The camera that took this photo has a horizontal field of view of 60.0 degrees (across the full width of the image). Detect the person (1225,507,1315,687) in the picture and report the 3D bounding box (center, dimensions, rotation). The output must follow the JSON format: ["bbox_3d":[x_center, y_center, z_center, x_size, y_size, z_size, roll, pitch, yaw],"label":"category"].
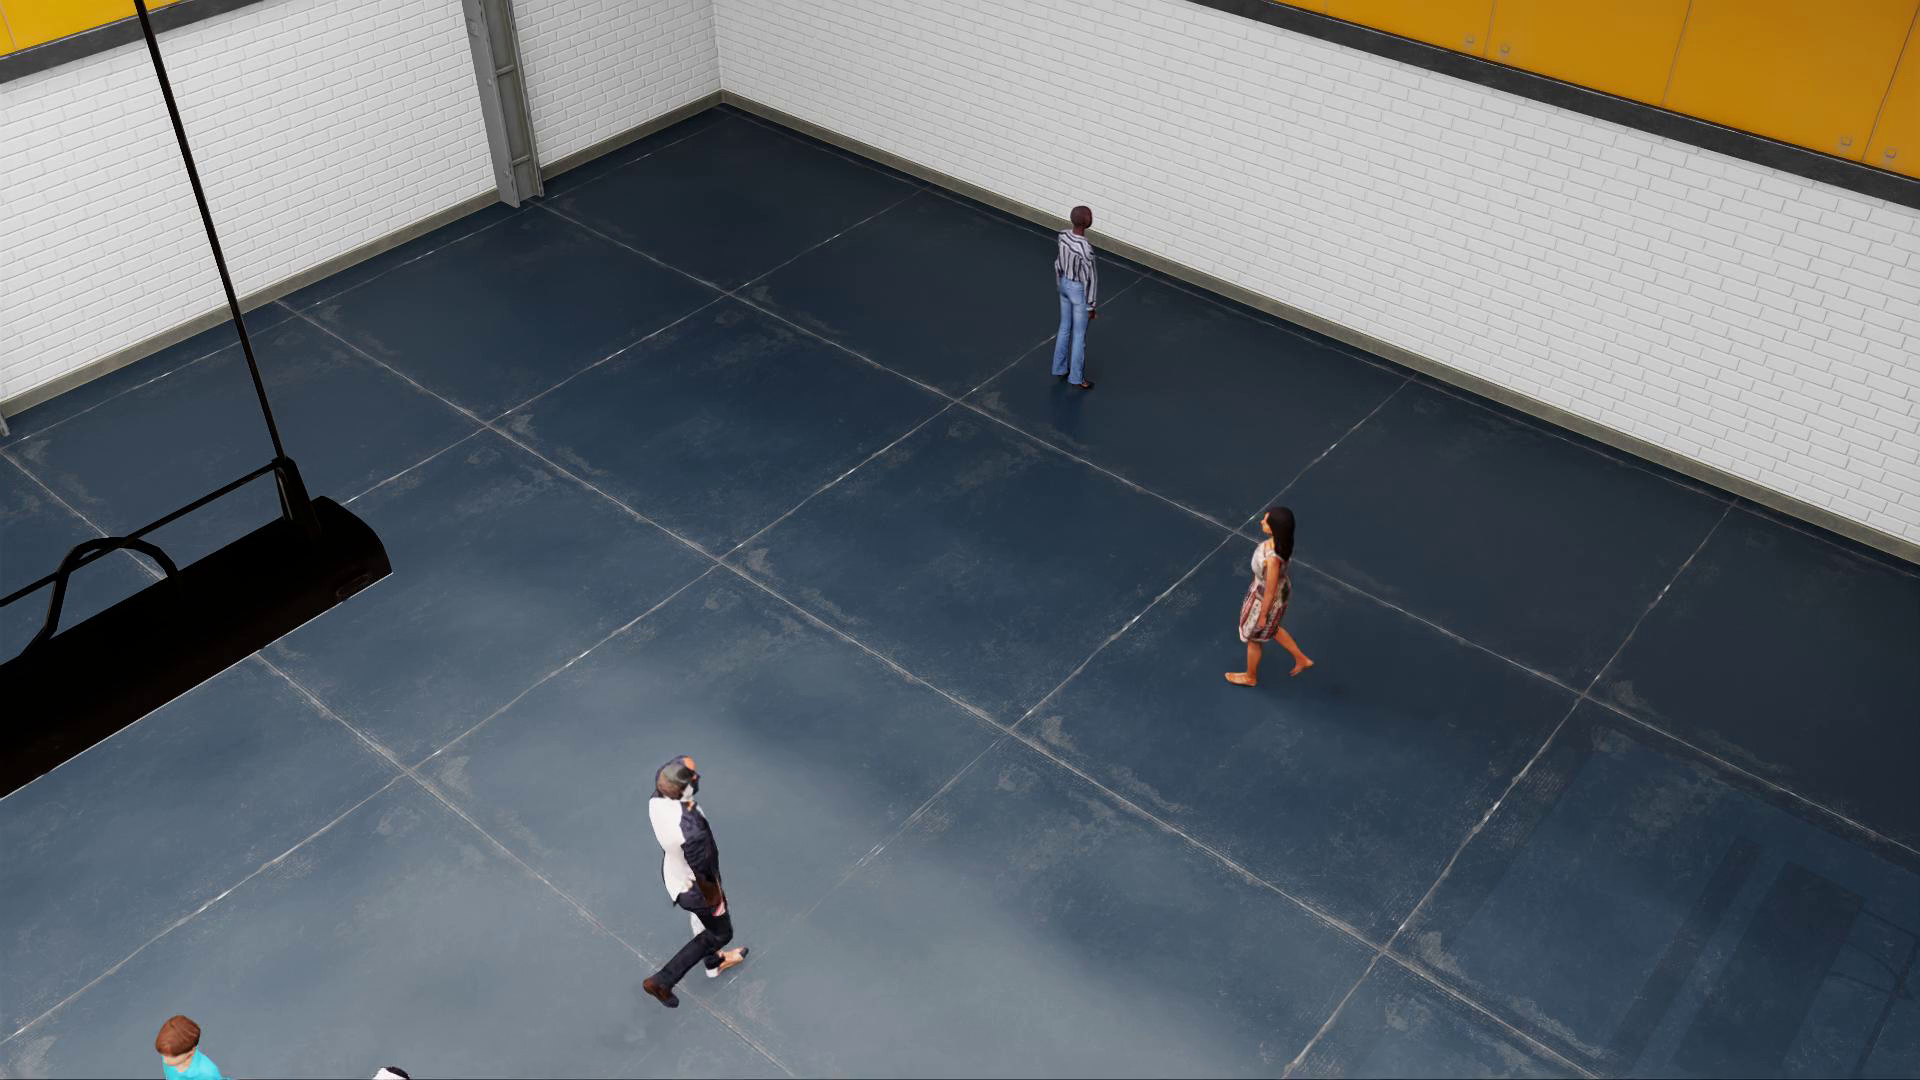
[{"bbox_3d":[2.264,0.429,11.754,0.875,1.634,0.890,12,40,14],"label":"person"}]

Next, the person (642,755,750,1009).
[{"bbox_3d":[-1.604,2.001,9.587,1.053,1.883,0.877,-20,43,-24],"label":"person"}]

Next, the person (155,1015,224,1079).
[{"bbox_3d":[-3.917,2.943,8.769,0.608,1.431,0.916,20,43,23],"label":"person"}]

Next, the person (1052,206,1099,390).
[{"bbox_3d":[1.036,-2.176,14.888,0.635,1.795,0.691,-23,44,-26],"label":"person"}]
